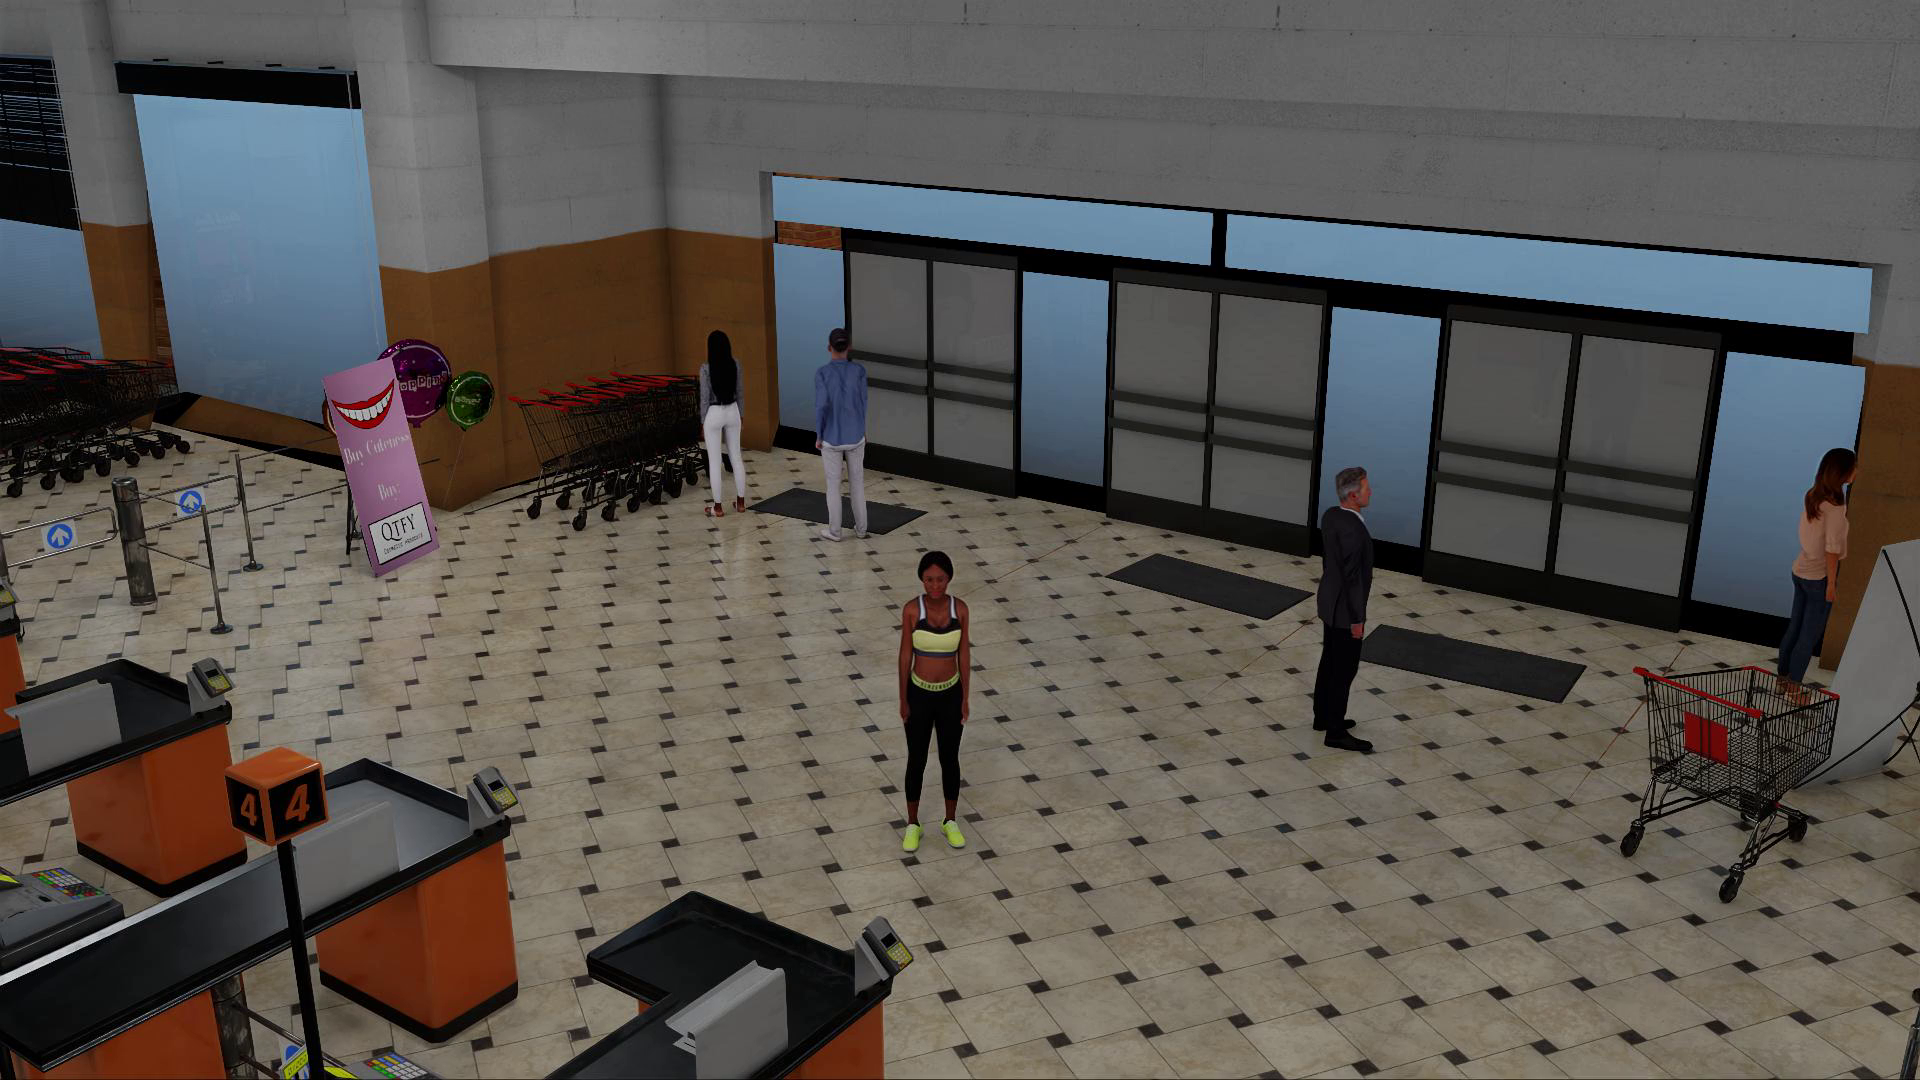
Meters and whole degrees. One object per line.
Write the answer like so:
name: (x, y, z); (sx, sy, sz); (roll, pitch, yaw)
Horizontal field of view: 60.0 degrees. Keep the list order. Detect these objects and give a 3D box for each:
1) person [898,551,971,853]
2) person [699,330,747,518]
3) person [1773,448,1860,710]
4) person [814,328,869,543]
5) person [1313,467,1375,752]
person: (-0.145, 0.889, 9.314); (0.639, 1.755, 0.693); (-3, 19, -7)
person: (-2.170, -1.075, 15.185); (0.588, 1.725, 0.719); (-12, 22, -31)
person: (5.744, 0.242, 11.176); (0.738, 1.791, 0.622); (2, 19, 5)
person: (-1.023, -0.913, 14.449); (0.706, 1.888, 0.806); (-7, 20, -21)
person: (2.452, 0.412, 10.592); (0.862, 1.842, 0.774); (-1, 19, -4)
